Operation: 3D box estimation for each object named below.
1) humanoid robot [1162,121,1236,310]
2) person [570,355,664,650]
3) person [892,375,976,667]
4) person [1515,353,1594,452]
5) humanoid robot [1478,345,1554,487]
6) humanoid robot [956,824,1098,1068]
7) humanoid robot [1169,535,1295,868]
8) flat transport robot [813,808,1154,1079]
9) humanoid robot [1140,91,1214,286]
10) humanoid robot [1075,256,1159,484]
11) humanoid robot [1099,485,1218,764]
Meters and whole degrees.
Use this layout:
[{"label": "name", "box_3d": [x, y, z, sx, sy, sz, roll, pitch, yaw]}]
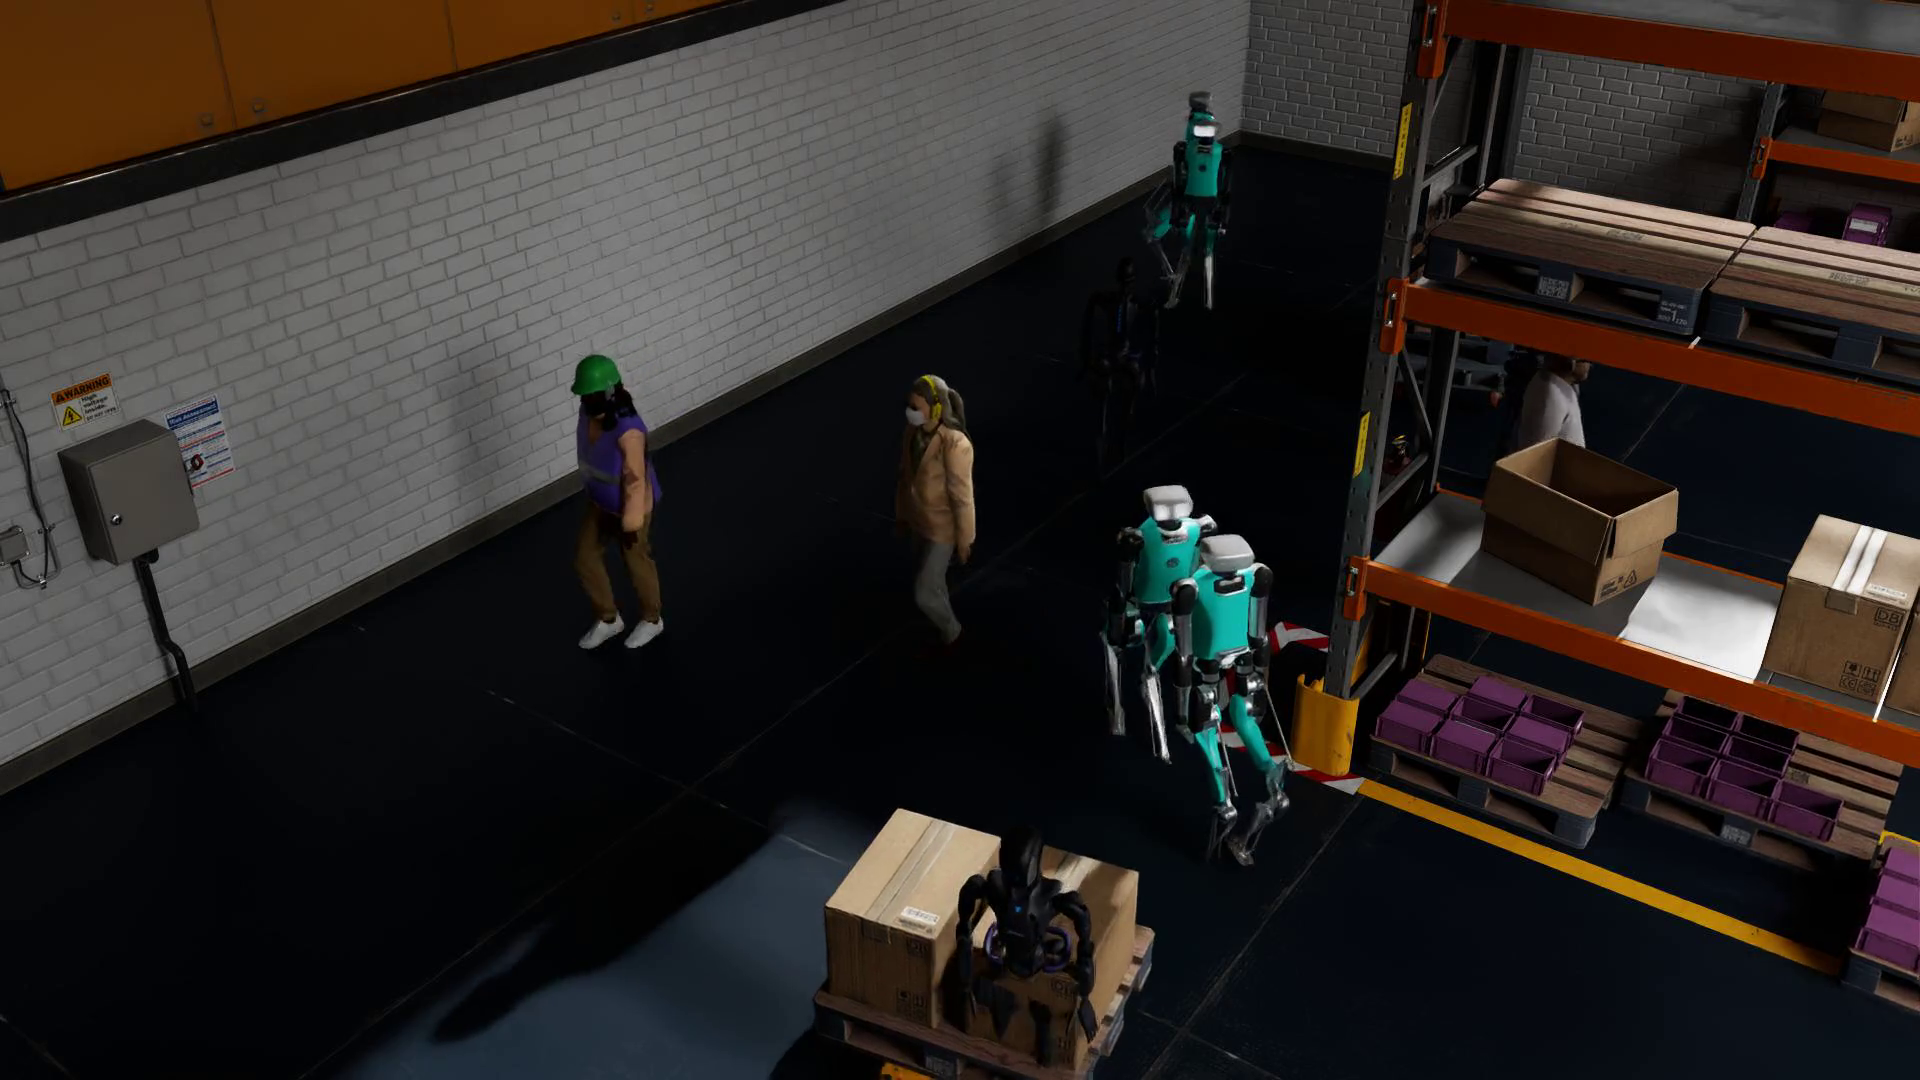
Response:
[{"label": "humanoid robot", "box_3d": [2.088, -2.821, 14.474, 0.554, 1.776, 0.743, 6, 31, 10]}, {"label": "person", "box_3d": [-2.062, -0.177, 9.694, 0.568, 1.910, 0.666, 24, 38, 35]}, {"label": "person", "box_3d": [-0.165, -0.087, 9.592, 0.469, 1.861, 0.595, -20, 35, -31]}, {"label": "person", "box_3d": [3.571, -0.367, 10.049, 0.480, 1.889, 0.676, 9, 31, 15]}, {"label": "humanoid robot", "box_3d": [3.977, -1.100, 11.543, 0.486, 1.648, 0.590, -2, 30, -3]}, {"label": "humanoid robot", "box_3d": [0.271, 1.741, 6.624, 0.590, 1.637, 0.426, 6, 31, 11]}, {"label": "humanoid robot", "box_3d": [1.347, 0.912, 8.052, 0.531, 1.840, 0.745, -12, 32, -20]}, {"label": "flat transport robot", "box_3d": [0.117, 2.119, 7.363, 0.659, 0.231, 1.431, 13, 32, 21]}, {"label": "humanoid robot", "box_3d": [1.898, -3.130, 15.058, 0.681, 1.833, 0.535, 0, 30, 0]}, {"label": "humanoid robot", "box_3d": [1.102, -1.196, 11.764, 0.598, 1.650, 0.743, 6, 31, 10]}, {"label": "humanoid robot", "box_3d": [0.963, 0.385, 8.928, 0.530, 1.780, 0.845, -9, 31, -14]}]
